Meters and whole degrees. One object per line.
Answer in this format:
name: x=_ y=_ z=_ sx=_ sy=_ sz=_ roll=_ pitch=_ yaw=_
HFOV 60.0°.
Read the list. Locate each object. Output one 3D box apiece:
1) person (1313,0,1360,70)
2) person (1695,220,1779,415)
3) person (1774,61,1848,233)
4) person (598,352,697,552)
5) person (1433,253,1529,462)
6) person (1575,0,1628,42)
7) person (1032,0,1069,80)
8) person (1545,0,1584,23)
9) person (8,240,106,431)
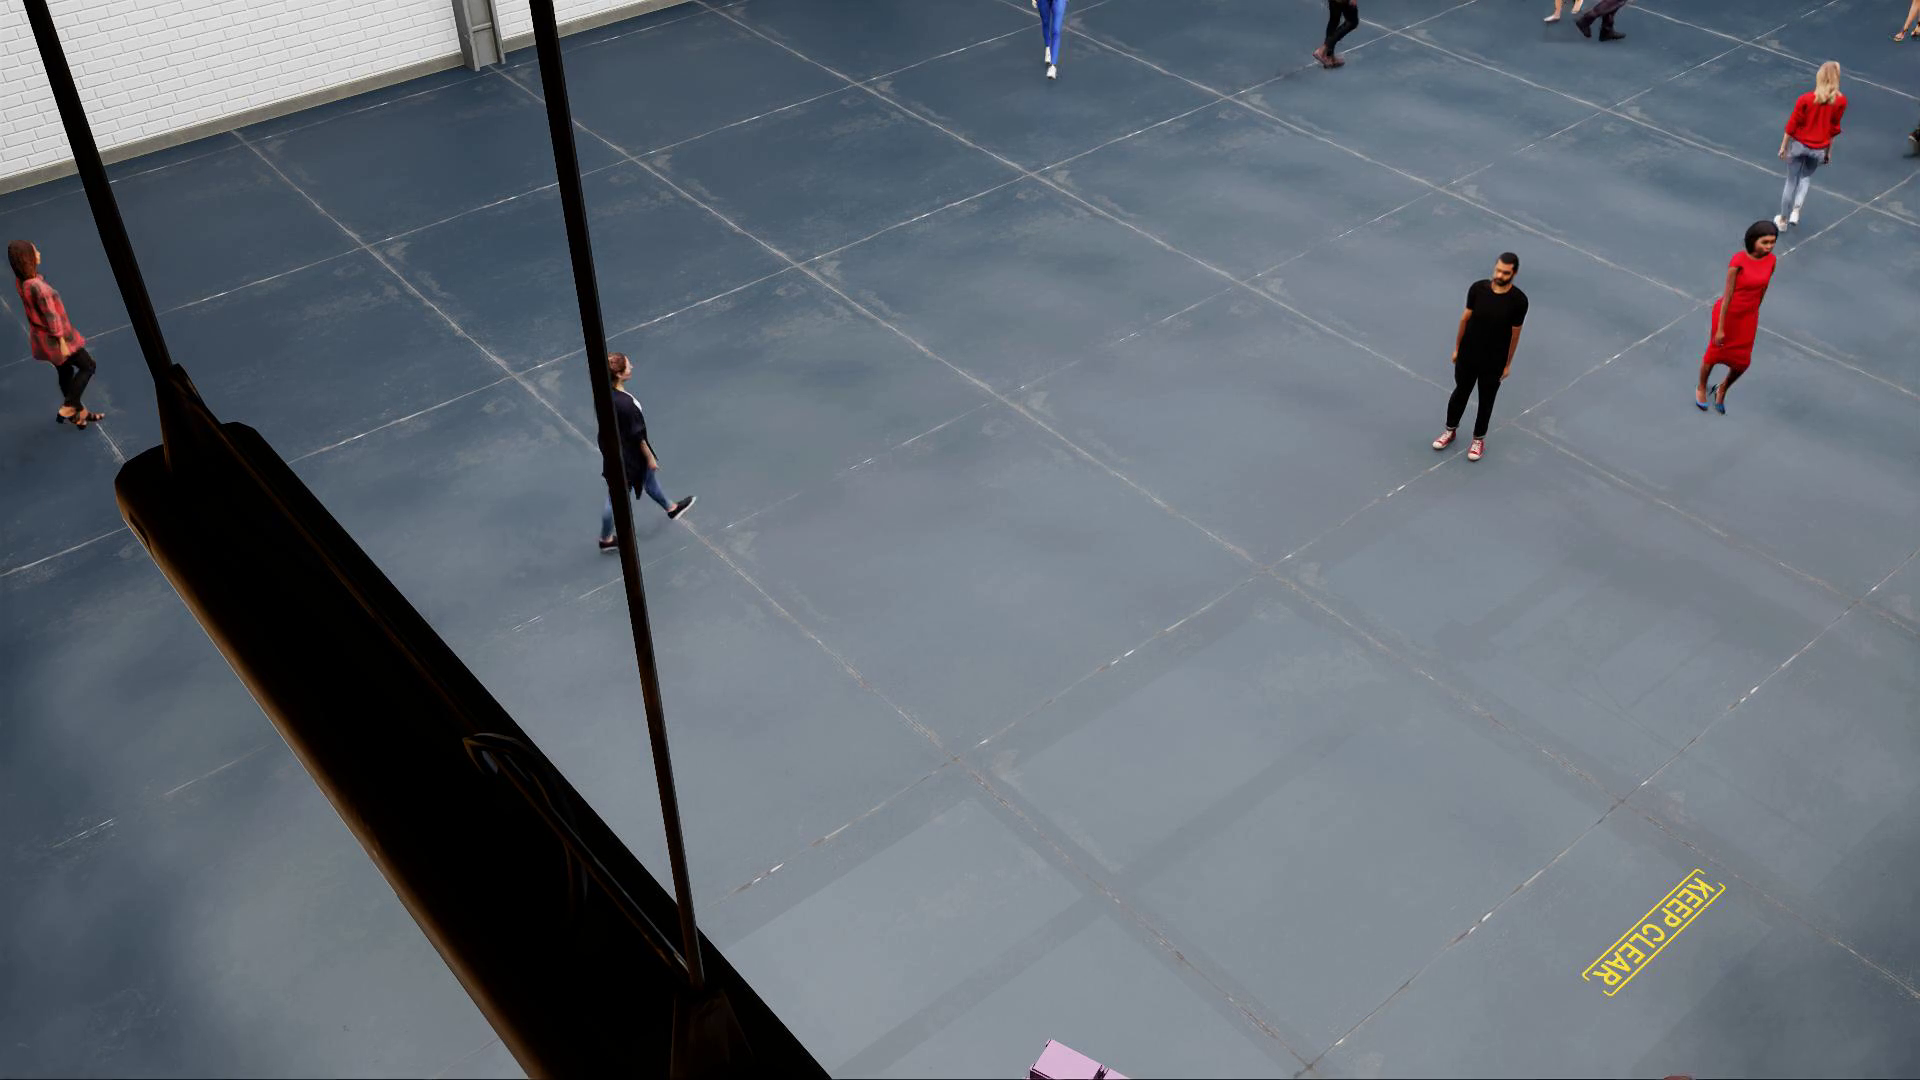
person: x=4.269 y=-6.241 z=18.947 sx=0.851 sy=1.829 sz=0.826 roll=-14 pitch=41 yaw=-16
person: x=6.234 y=-1.827 z=13.497 sx=0.716 sy=1.732 sz=0.779 roll=-3 pitch=39 yaw=-4
person: x=8.101 y=-3.695 z=15.862 sx=0.755 sy=1.699 sz=0.806 roll=6 pitch=39 yaw=8
person: x=-2.508 y=-0.590 z=12.019 sx=1.087 sy=1.643 sz=0.750 roll=-21 pitch=43 yaw=-24
person: x=4.098 y=-1.454 z=13.009 sx=0.702 sy=1.758 sz=0.692 roll=21 pitch=43 yaw=24
person: x=7.692 y=-6.798 z=19.603 sx=1.092 sy=1.880 sz=1.018 roll=2 pitch=39 yaw=3
person: x=1.043 y=-6.216 z=19.006 sx=1.140 sy=1.714 sz=1.214 roll=4 pitch=39 yaw=5
person: x=7.506 y=-7.138 z=20.156 sx=0.770 sy=1.720 sz=0.661 roll=-19 pitch=42 yaw=-22
person: x=-7.266 y=-1.577 z=13.213 sx=0.678 sy=1.695 sz=0.695 roll=28 pitch=46 yaw=30
